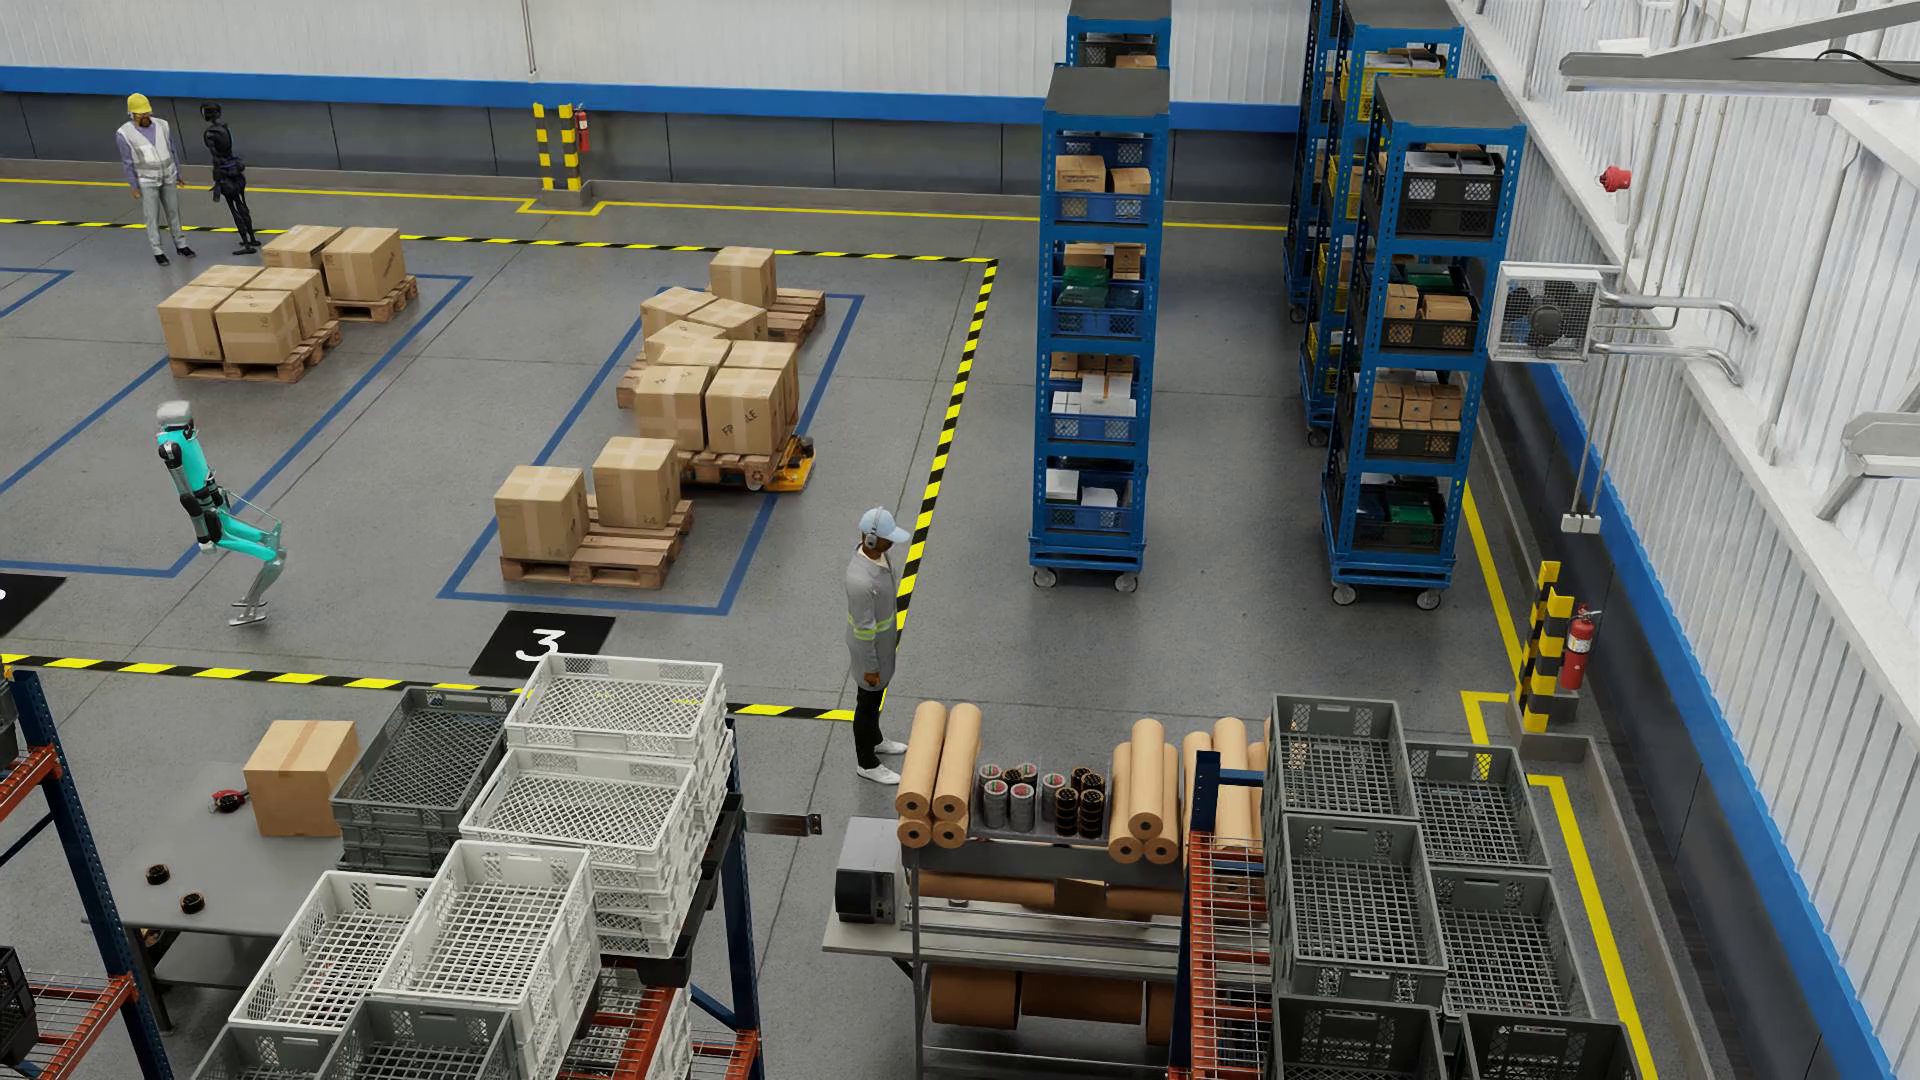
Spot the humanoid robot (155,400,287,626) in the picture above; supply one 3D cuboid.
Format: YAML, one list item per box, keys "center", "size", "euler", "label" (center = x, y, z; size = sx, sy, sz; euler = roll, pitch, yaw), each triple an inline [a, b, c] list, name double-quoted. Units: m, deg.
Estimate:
- center: [-4.975, -0.195, 11.420]
  size: [0.735, 1.673, 0.533]
  euler: [-6, 31, -10]
  label: "humanoid robot"

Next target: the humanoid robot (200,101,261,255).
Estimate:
- center: [-7.926, -3.926, 18.002]
  size: [0.315, 1.657, 0.599]
  euler: [-1, 30, -2]
  label: "humanoid robot"

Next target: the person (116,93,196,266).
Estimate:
- center: [-8.572, -3.858, 17.745]
  size: [0.403, 1.831, 0.593]
  euler: [22, 37, 33]
  label: "person"

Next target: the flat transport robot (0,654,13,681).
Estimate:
- center: [-7.142, 0.969, 11.010]
  size: [1.431, 0.231, 0.659]
  euler: [3, 30, 6]
  label: "flat transport robot"

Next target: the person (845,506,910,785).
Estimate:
- center: [-0.488, 0.620, 10.039]
  size: [0.392, 1.848, 0.586]
  euler: [3, 30, 6]
  label: "person"

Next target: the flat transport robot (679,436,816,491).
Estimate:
- center: [-1.958, -0.673, 13.802]
  size: [1.431, 0.197, 0.652]
  euler: [3, 30, 6]
  label: "flat transport robot"
